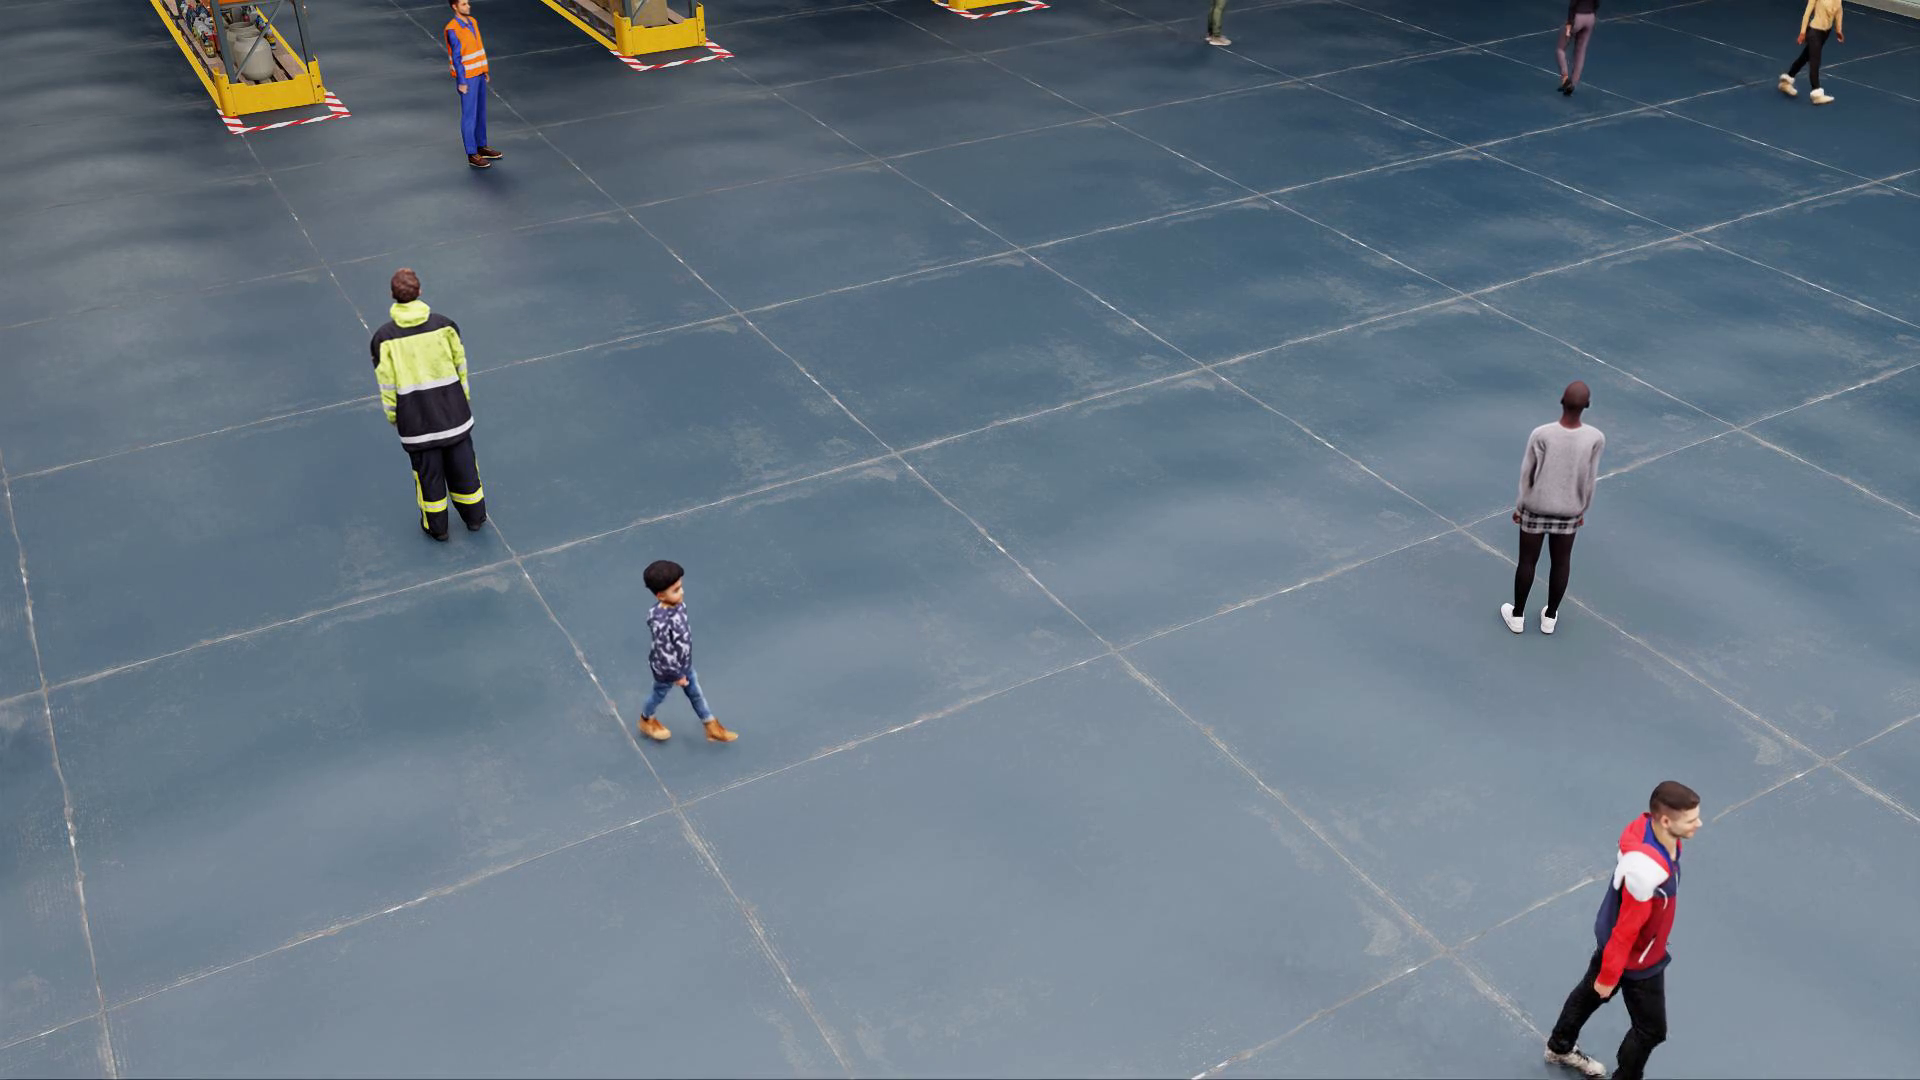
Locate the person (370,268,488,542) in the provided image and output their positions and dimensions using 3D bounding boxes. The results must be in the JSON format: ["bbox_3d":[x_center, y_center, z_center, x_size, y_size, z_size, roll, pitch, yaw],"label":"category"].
[{"bbox_3d":[-3.650,-0.928,11.429,0.752,1.983,0.606,-17,36,-25],"label":"person"}]

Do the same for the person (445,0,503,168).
[{"bbox_3d":[-5.301,-5.013,18.016,0.849,1.863,0.785,7,33,12],"label":"person"}]

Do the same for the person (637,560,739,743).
[{"bbox_3d":[-1.716,0.676,9.600,0.915,1.221,0.802,12,34,18],"label":"person"}]

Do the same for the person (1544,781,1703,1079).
[{"bbox_3d":[2.887,1.764,7.388,0.967,1.740,0.884,15,35,22],"label":"person"}]

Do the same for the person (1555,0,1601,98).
[{"bbox_3d":[7.489,-6.135,19.986,0.673,1.660,0.670,-7,33,-10],"label":"person"}]

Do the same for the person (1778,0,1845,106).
[{"bbox_3d":[10.227,-6.089,19.955,0.674,1.615,1.140,-13,34,-19],"label":"person"}]

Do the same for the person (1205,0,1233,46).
[{"bbox_3d":[3.478,-7.445,22.068,0.715,1.654,0.610,-2,32,-4],"label":"person"}]

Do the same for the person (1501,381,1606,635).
[{"bbox_3d":[3.730,-0.198,10.470,0.692,1.771,0.728,5,33,7],"label":"person"}]
